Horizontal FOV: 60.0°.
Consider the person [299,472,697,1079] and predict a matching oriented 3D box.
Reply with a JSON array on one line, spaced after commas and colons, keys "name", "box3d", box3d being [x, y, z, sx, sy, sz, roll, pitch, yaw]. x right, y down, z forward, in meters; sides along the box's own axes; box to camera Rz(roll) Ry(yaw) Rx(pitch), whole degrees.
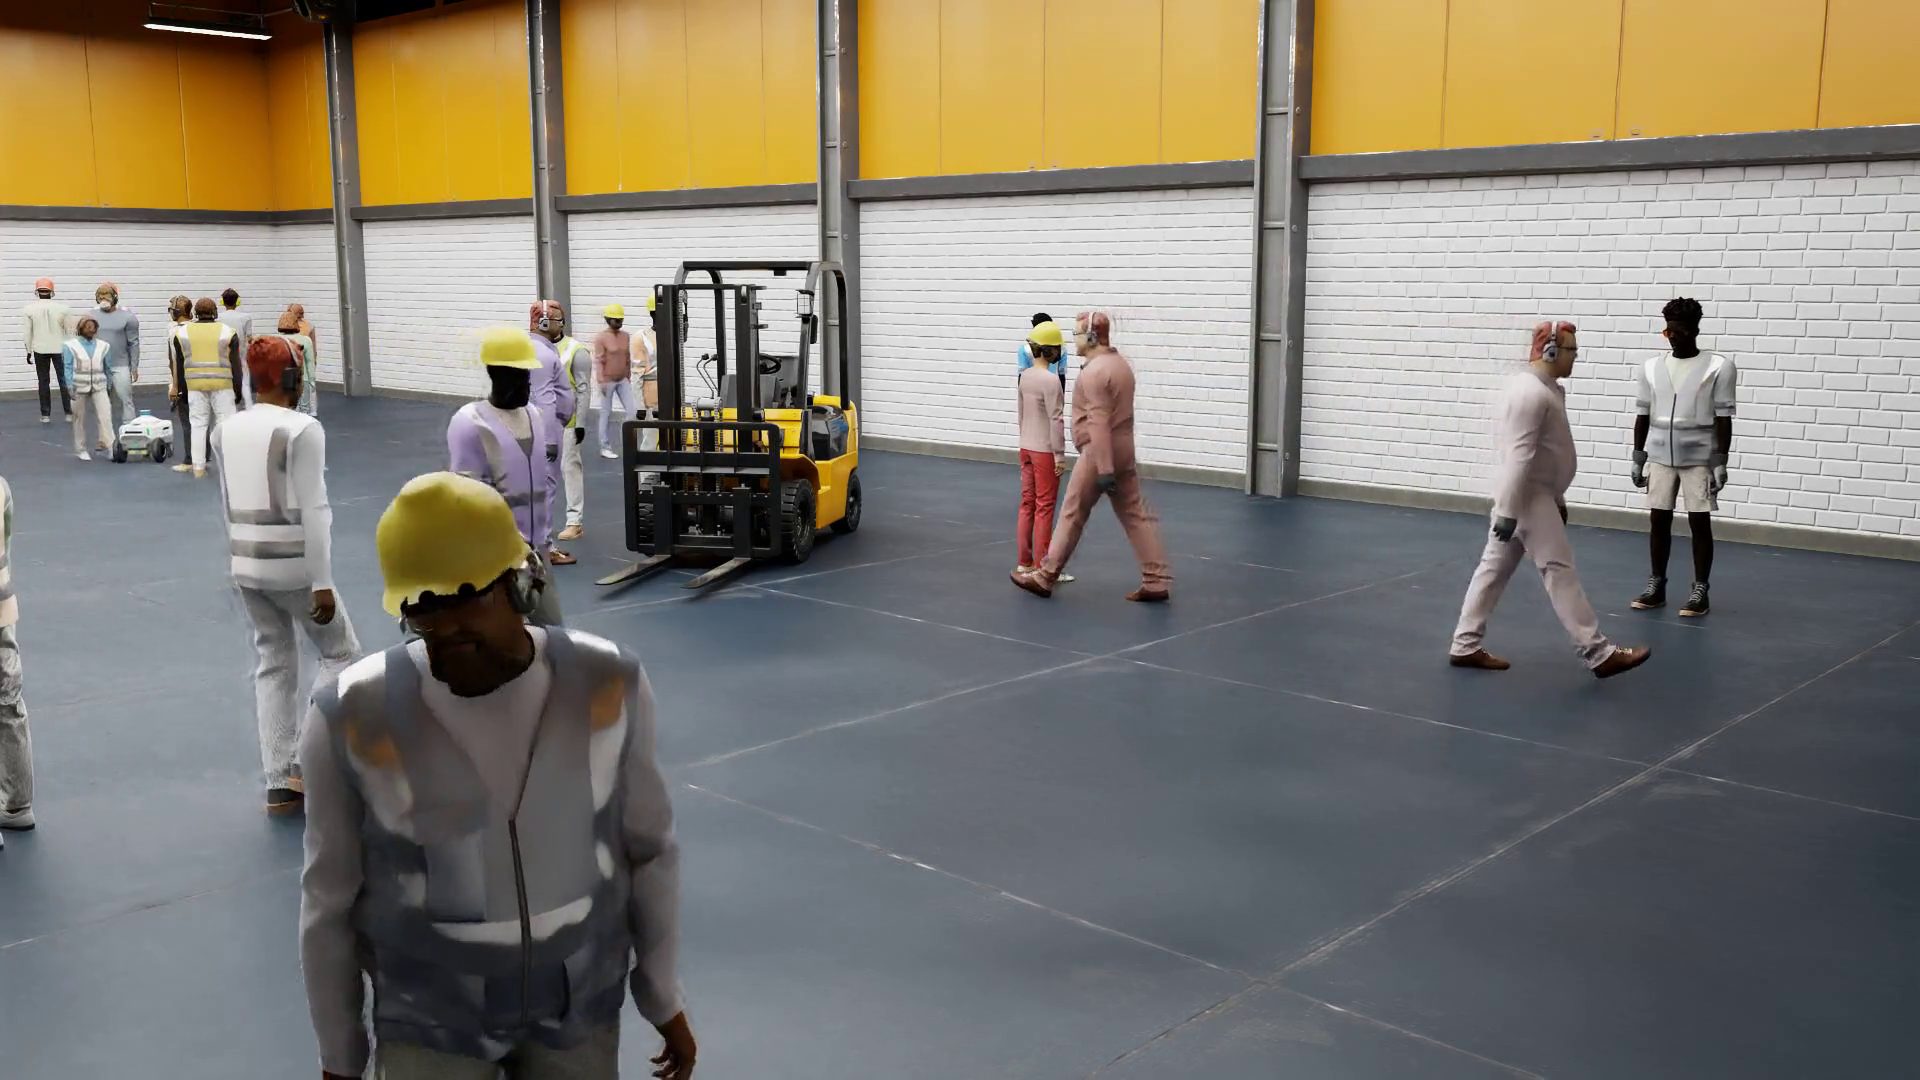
[{"name": "person", "box3d": [-0.785, 0.787, 2.776, 0.659, 1.804, 0.457, -5, 10, -27]}]

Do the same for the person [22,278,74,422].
[{"name": "person", "box3d": [-12.628, -2.630, 23.076, 0.614, 1.993, 0.395, -5, 11, -29]}]

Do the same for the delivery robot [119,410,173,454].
[{"name": "delivery robot", "box3d": [-8.993, -1.193, 18.382, 0.477, 0.478, 0.707, -1, 9, -5]}]

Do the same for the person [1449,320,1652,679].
[{"name": "person", "box3d": [3.058, -0.199, 8.604, 1.005, 1.845, 0.659, 3, 10, 17]}]

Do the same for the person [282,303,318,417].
[{"name": "person", "box3d": [-9.386, -2.544, 23.644, 0.310, 1.636, 0.523, 8, 12, 40]}]

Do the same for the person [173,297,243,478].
[{"name": "person", "box3d": [-7.637, -1.547, 16.951, 0.622, 1.835, 0.430, -2, 10, -14]}]

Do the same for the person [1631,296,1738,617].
[{"name": "person", "box3d": [4.419, -0.509, 10.211, 0.399, 1.956, 0.609, -9, 13, -43]}]

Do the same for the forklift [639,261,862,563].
[{"name": "forklift", "box3d": [-1.552, -1.040, 12.721, 1.214, 2.155, 2.313, 2, 9, 11]}]

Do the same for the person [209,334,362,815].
[{"name": "person", "box3d": [-2.631, 0.135, 6.508, 0.604, 1.864, 0.467, 5, 10, 26]}]

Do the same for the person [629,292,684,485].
[{"name": "person", "box3d": [-2.639, -1.231, 14.710, 0.370, 1.927, 0.588, 7, 11, 35]}]

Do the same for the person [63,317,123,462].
[{"name": "person", "box3d": [-9.536, -1.641, 18.236, 0.522, 1.592, 0.847, -9, 13, -44]}]

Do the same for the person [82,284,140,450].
[{"name": "person", "box3d": [-9.934, -2.013, 19.474, 0.635, 1.938, 0.364, -2, 9, -11]}]

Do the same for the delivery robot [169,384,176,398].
[{"name": "delivery robot", "box3d": [-11.570, -2.265, 24.955, 0.477, 0.478, 0.707, -1, 9, -3]}]

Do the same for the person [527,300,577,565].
[{"name": "person", "box3d": [-2.965, -0.768, 11.964, 0.401, 1.903, 0.644, -4, 10, -23]}]

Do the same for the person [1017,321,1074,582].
[{"name": "person", "box3d": [0.574, -0.596, 11.306, 0.311, 1.768, 0.531, -4, 10, -25]}]

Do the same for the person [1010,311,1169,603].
[{"name": "person", "box3d": [0.865, -0.516, 10.569, 1.044, 1.849, 0.644, 5, 11, 28]}]

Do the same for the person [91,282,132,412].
[{"name": "person", "box3d": [-12.378, -2.802, 24.318, 0.551, 1.932, 0.378, -4, 10, -25]}]

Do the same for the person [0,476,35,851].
[{"name": "person", "box3d": [-3.612, 0.322, 6.062, 0.309, 1.641, 0.514, 0, 9, 0]}]

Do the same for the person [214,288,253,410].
[{"name": "person", "box3d": [-9.414, -2.322, 21.576, 0.535, 1.868, 0.309, -4, 10, -25]}]

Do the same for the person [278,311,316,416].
[{"name": "person", "box3d": [-7.646, -1.795, 19.064, 0.499, 1.633, 0.285, -4, 10, -21]}]

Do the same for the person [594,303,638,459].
[{"name": "person", "box3d": [-3.780, -1.752, 18.446, 0.712, 1.735, 0.558, 7, 12, 38]}]

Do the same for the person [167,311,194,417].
[{"name": "person", "box3d": [-11.081, -2.575, 23.842, 0.509, 1.632, 0.269, -3, 10, -16]}]

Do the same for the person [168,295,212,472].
[{"name": "person", "box3d": [-8.081, -1.628, 17.392, 0.343, 1.846, 0.507, 1, 9, 7]}]

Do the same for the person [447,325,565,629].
[{"name": "person", "box3d": [-2.039, -0.001, 7.299, 0.945, 1.892, 0.601, 4, 10, 26]}]

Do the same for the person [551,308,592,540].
[{"name": "person", "box3d": [-3.193, -0.919, 13.055, 0.619, 1.845, 0.430, 4, 10, 24]}]

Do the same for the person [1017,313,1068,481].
[{"name": "person", "box3d": [0.817, -1.411, 16.541, 0.536, 1.690, 0.321, -3, 10, -19]}]
